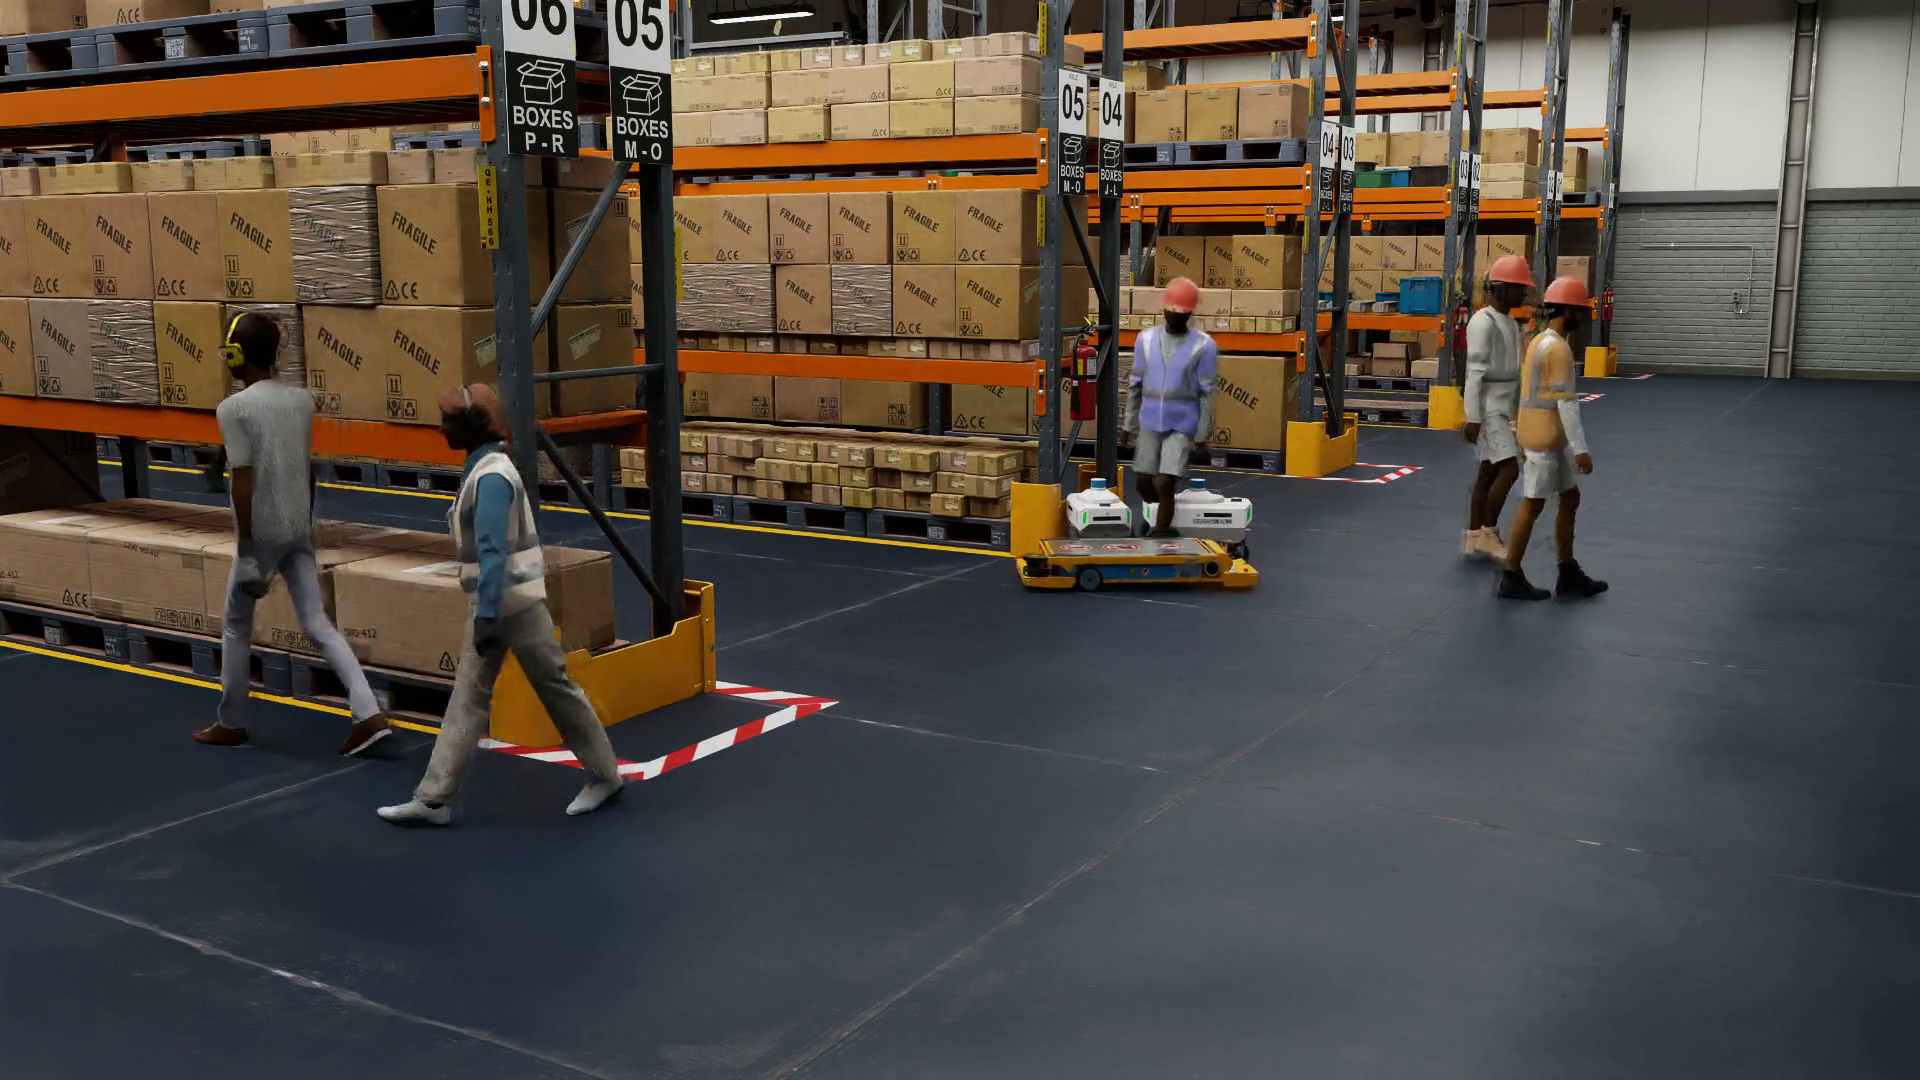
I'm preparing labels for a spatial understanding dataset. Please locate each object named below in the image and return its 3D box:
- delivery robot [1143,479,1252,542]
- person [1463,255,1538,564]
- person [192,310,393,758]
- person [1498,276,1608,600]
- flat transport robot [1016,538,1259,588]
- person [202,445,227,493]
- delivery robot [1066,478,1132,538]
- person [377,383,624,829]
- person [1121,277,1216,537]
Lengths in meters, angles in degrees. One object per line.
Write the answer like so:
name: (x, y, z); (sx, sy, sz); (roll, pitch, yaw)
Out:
delivery robot: (1.569, -0.163, 11.006); (0.707, 0.478, 0.477); (1, 10, 4)
person: (3.601, -0.836, 10.902); (0.563, 2.027, 0.637); (7, 12, 35)
person: (-2.739, -0.016, 6.727); (0.968, 1.828, 0.520); (5, 11, 25)
person: (3.558, -0.575, 9.746); (0.775, 1.910, 0.553); (2, 10, 12)
flat transport robot: (1.086, 0.135, 10.368); (1.431, 0.197, 0.652); (0, 10, -2)
person: (-6.131, -1.290, 13.988); (0.968, 1.898, 0.557); (5, 11, 28)
delivery robot: (0.914, -0.167, 11.029); (0.477, 0.478, 0.707); (-1, 10, -5)
person: (-1.623, 0.237, 5.922); (0.879, 1.581, 0.603); (-4, 11, -24)
person: (1.354, -0.742, 10.721); (0.610, 1.904, 0.600); (5, 11, 27)
